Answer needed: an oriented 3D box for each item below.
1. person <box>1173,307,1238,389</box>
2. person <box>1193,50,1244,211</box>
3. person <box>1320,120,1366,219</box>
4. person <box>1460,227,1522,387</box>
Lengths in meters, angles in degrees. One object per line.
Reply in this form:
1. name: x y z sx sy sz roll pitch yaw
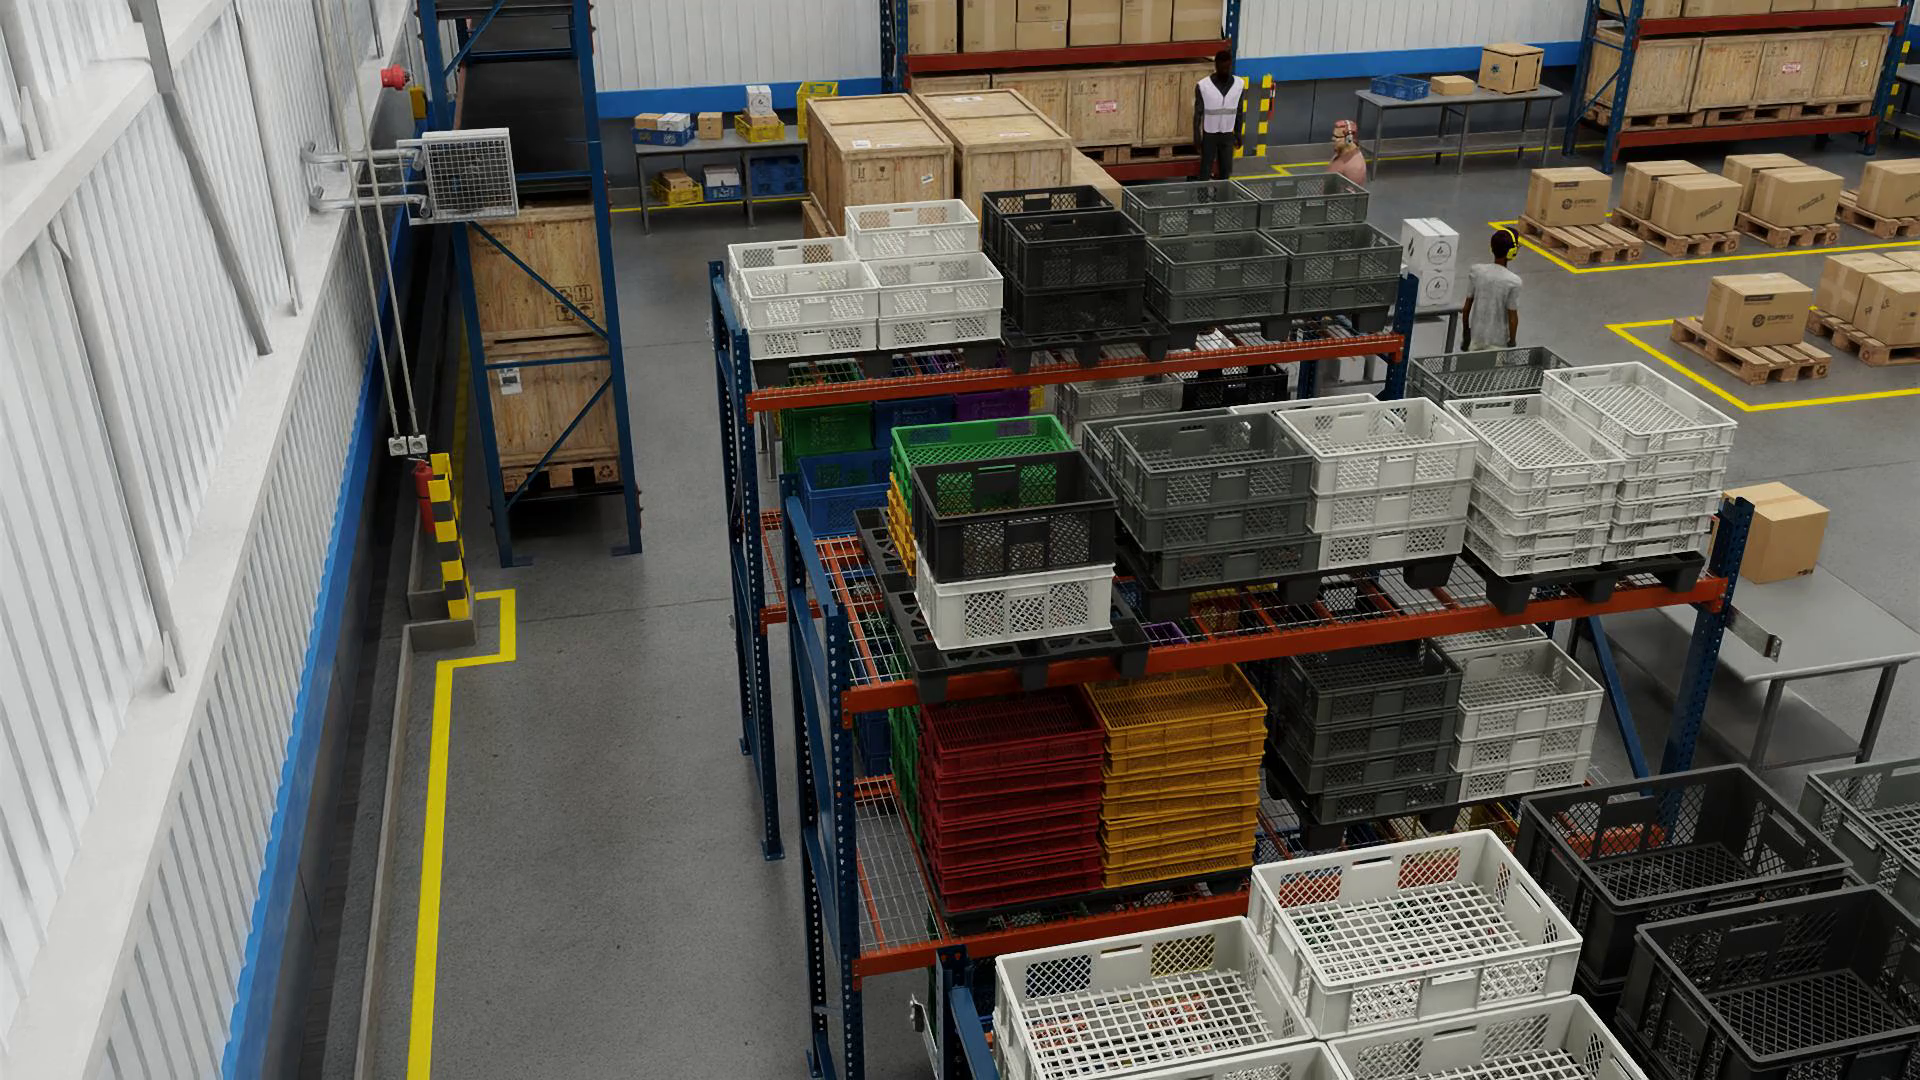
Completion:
1. person: 1.737 -0.918 12.053 0.569 1.880 0.356 23 36 37
2. person: 2.959 -4.675 19.150 0.597 1.908 0.409 -6 28 -12
3. person: 3.704 -3.161 16.289 0.400 1.900 0.648 0 28 1
4. person: 4.249 -1.591 13.333 0.329 1.872 0.510 -21 34 -34
